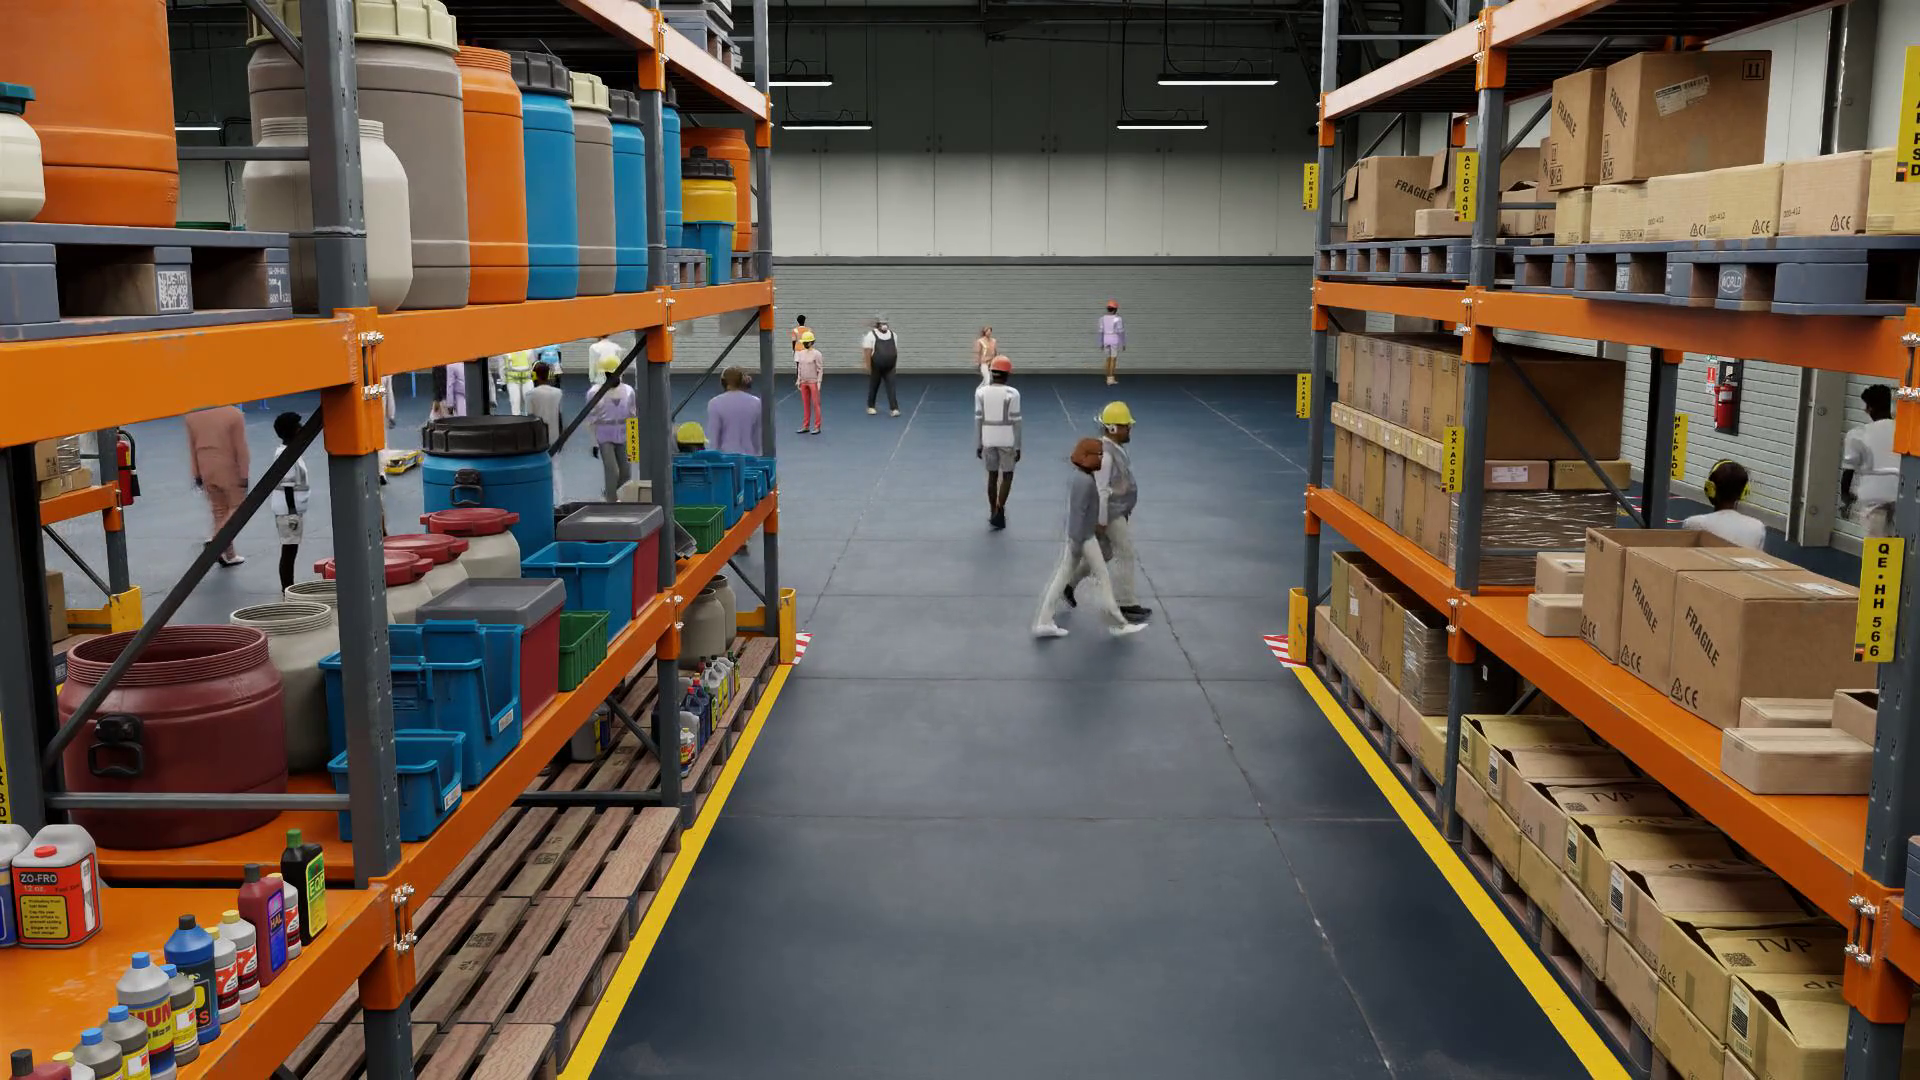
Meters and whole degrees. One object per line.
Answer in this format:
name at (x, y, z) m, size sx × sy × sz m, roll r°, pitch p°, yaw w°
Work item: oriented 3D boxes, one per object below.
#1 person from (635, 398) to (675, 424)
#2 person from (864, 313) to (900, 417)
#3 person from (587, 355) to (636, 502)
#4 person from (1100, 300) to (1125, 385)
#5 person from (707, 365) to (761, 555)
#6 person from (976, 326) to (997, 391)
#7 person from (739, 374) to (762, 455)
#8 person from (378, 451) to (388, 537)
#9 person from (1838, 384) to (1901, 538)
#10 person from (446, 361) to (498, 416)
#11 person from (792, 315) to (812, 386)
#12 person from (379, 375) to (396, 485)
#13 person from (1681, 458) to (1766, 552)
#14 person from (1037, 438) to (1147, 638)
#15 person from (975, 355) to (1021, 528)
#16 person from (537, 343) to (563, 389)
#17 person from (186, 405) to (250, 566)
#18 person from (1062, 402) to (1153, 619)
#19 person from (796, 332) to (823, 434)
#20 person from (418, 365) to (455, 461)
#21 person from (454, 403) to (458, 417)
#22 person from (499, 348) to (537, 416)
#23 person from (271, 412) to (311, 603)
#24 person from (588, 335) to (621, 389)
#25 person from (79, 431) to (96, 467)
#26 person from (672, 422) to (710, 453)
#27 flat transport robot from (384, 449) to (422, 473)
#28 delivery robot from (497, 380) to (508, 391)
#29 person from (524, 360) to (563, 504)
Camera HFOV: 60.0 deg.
person at (-5.630, -3.023, 30.290) m, size 0.552 × 1.868 × 0.977 m, roll 7°, pitch 12°, yaw 37°
person at (-1.511, -3.413, 32.218) m, size 0.692 × 2.000 × 0.992 m, roll -4°, pitch 10°, yaw -21°
person at (-3.998, -1.169, 19.064) m, size 0.590 × 1.905 × 0.609 m, roll -7°, pitch 12°, yaw -35°
person at (3.703, -4.794, 40.398) m, size 0.612 × 2.044 × 0.418 m, roll 7°, pitch 12°, yaw 37°
person at (-2.290, -0.803, 16.804) m, size 0.643 × 1.921 × 0.432 m, roll -8°, pitch 13°, yaw -41°
person at (0.541, -3.758, 35.408) m, size 0.523 × 1.616 × 0.658 m, roll -8°, pitch 12°, yaw -38°
person at (-2.625, -1.214, 20.230) m, size 0.518 × 1.606 × 0.801 m, roll 1°, pitch 10°, yaw 5°
person at (-5.915, -0.706, 16.389) m, size 0.559 × 1.884 × 0.919 m, roll 2°, pitch 10°, yaw 11°
person at (7.818, -0.349, 14.096) m, size 0.644 × 1.915 × 0.583 m, roll 3°, pitch 10°, yaw 16°
person at (-7.021, -1.984, 24.039) m, size 0.794 × 1.874 × 0.653 m, roll 9°, pitch 13°, yaw 44°
person at (-3.785, -4.552, 39.954) m, size 0.531 × 1.692 × 0.320 m, roll -3°, pitch 10°, yaw -18°
person at (-7.762, -1.620, 21.792) m, size 0.677 × 1.890 × 0.439 m, roll -6°, pitch 11°, yaw -31°
person at (4.280, 0.469, 9.400) m, size 0.537 × 1.851 × 0.531 m, roll -1°, pitch 10°, yaw -7°
person at (1.013, -0.013, 13.090) m, size 0.868 × 1.586 × 0.506 m, roll 0°, pitch 9°, yaw -3°
person at (0.429, -1.103, 18.638) m, size 0.550 × 1.942 × 0.543 m, roll 4°, pitch 10°, yaw 25°
person at (-8.599, -3.702, 34.889) m, size 0.544 × 1.679 × 0.479 m, roll -5°, pitch 11°, yaw -29°
person at (-7.148, -0.658, 16.052) m, size 0.649 × 1.892 × 0.594 m, roll 2°, pitch 10°, yaw 14°
person at (1.200, -0.266, 13.931) m, size 0.796 × 1.809 × 0.588 m, roll 2°, pitch 10°, yaw 10°
person at (-2.605, -2.719, 28.761) m, size 0.523 × 1.766 × 0.329 m, roll 7°, pitch 12°, yaw 37°
person at (-7.687, -2.086, 24.339) m, size 0.762 × 1.963 × 0.637 m, roll -4°, pitch 10°, yaw -21°
person at (-8.006, -2.417, 26.511) m, size 0.471 × 1.919 × 0.691 m, roll -4°, pitch 10°, yaw -24°
person at (-7.569, -2.721, 28.621) m, size 0.659 × 1.818 × 0.611 m, roll -5°, pitch 11°, yaw -26°
person at (-5.673, -0.241, 14.120) m, size 0.320 × 1.695 × 0.537 m, roll -4°, pitch 10°, yaw -20°
person at (-6.115, -2.750, 28.627) m, size 0.623 × 1.870 × 0.999 m, roll -6°, pitch 11°, yaw -32°
person at (-11.630, -1.670, 22.417) m, size 0.609 × 1.789 × 0.921 m, roll 3°, pitch 10°, yaw 20°
person at (-2.189, -0.066, 12.982) m, size 0.882 × 1.731 × 0.532 m, roll 0°, pitch 9°, yaw 2°
flat transport robot at (-8.207, -1.143, 23.910) m, size 0.652 × 0.197 × 1.431 m, roll -1°, pitch 9°, yaw -5°
delivery robot at (-9.500, -3.192, 34.280) m, size 0.698 × 0.223 × 0.335 m, roll -4°, pitch 10°, yaw -22°
person at (-4.760, -1.117, 18.915) m, size 0.563 × 1.845 × 0.640 m, roll -9°, pitch 13°, yaw -44°
